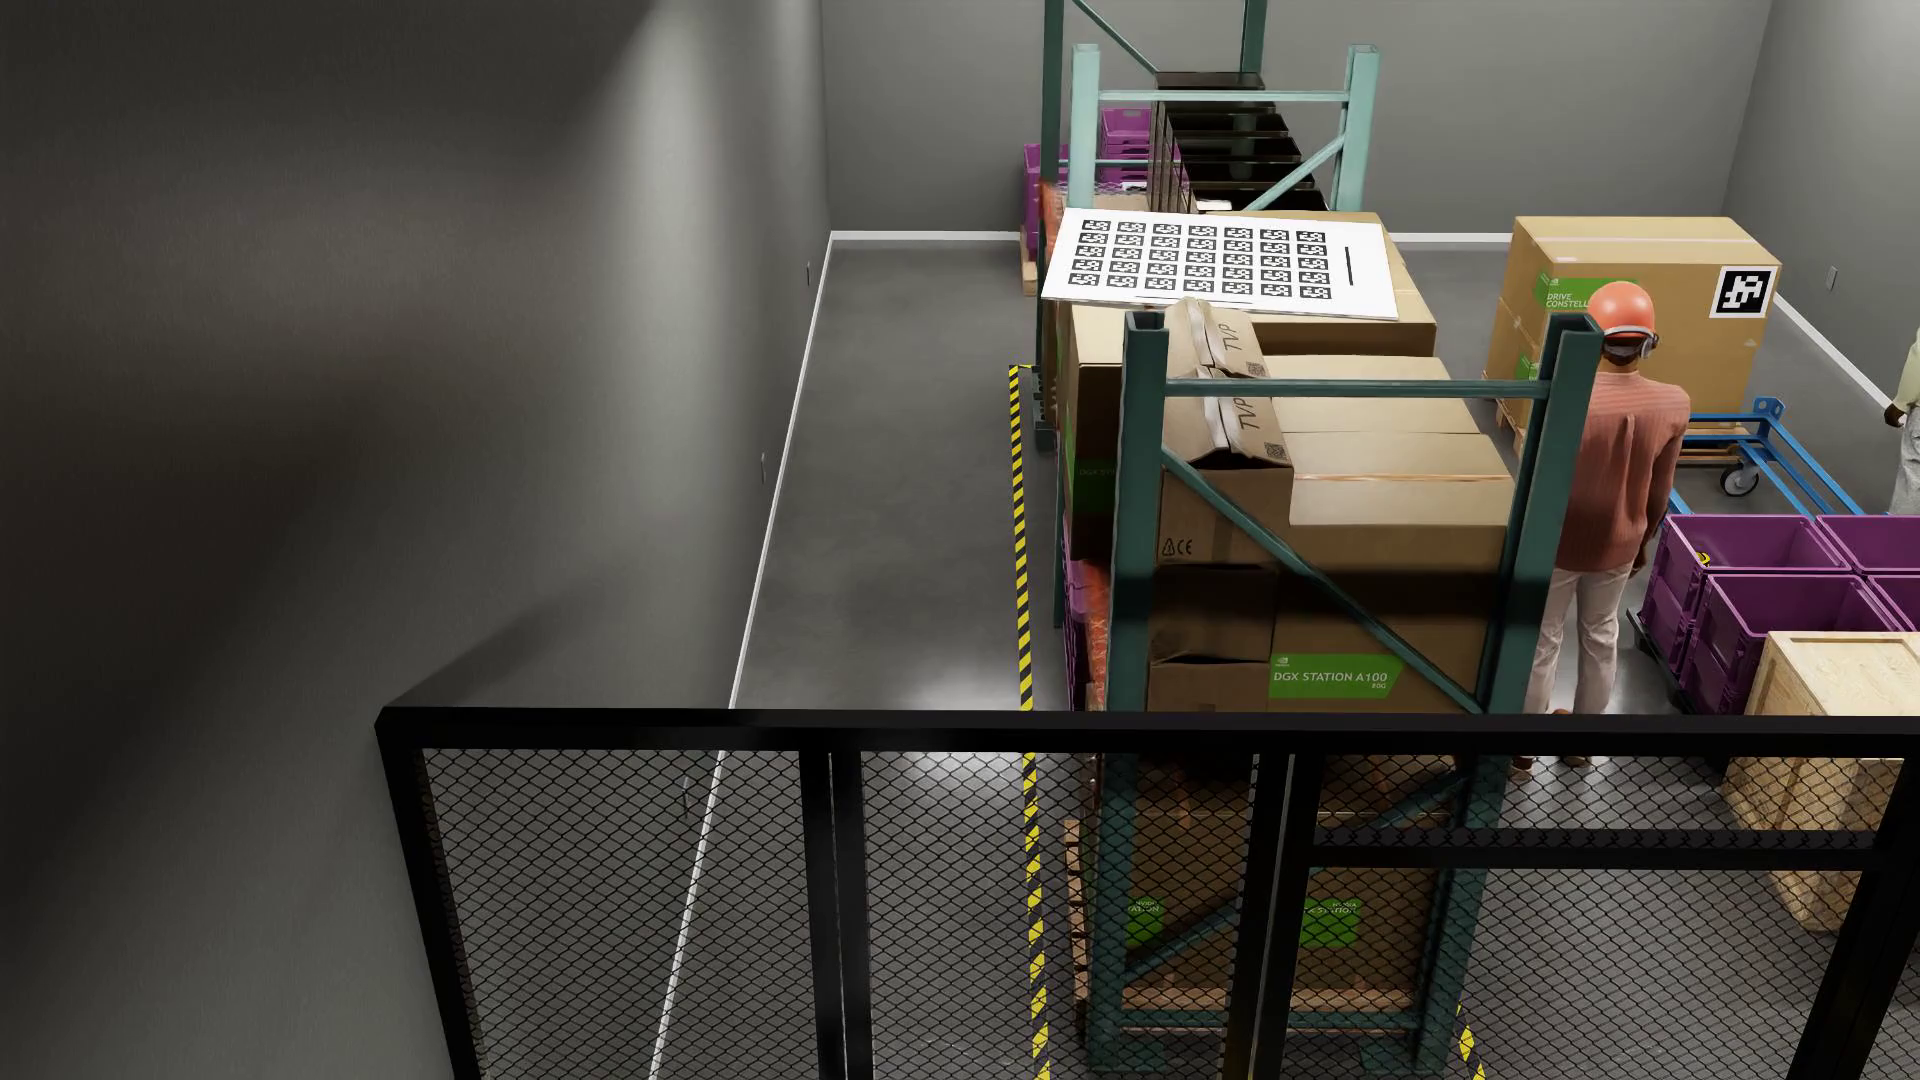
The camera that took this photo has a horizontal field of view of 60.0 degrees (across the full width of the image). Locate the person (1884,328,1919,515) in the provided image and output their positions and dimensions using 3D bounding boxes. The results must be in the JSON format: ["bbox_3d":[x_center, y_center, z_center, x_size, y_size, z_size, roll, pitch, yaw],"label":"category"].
[{"bbox_3d":[4.444,-0.648,7.391,0.586,1.835,0.403,2,31,4],"label":"person"}]

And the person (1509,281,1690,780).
[{"bbox_3d":[2.292,-0.003,6.175,0.617,1.983,0.403,-6,32,-11],"label":"person"}]
